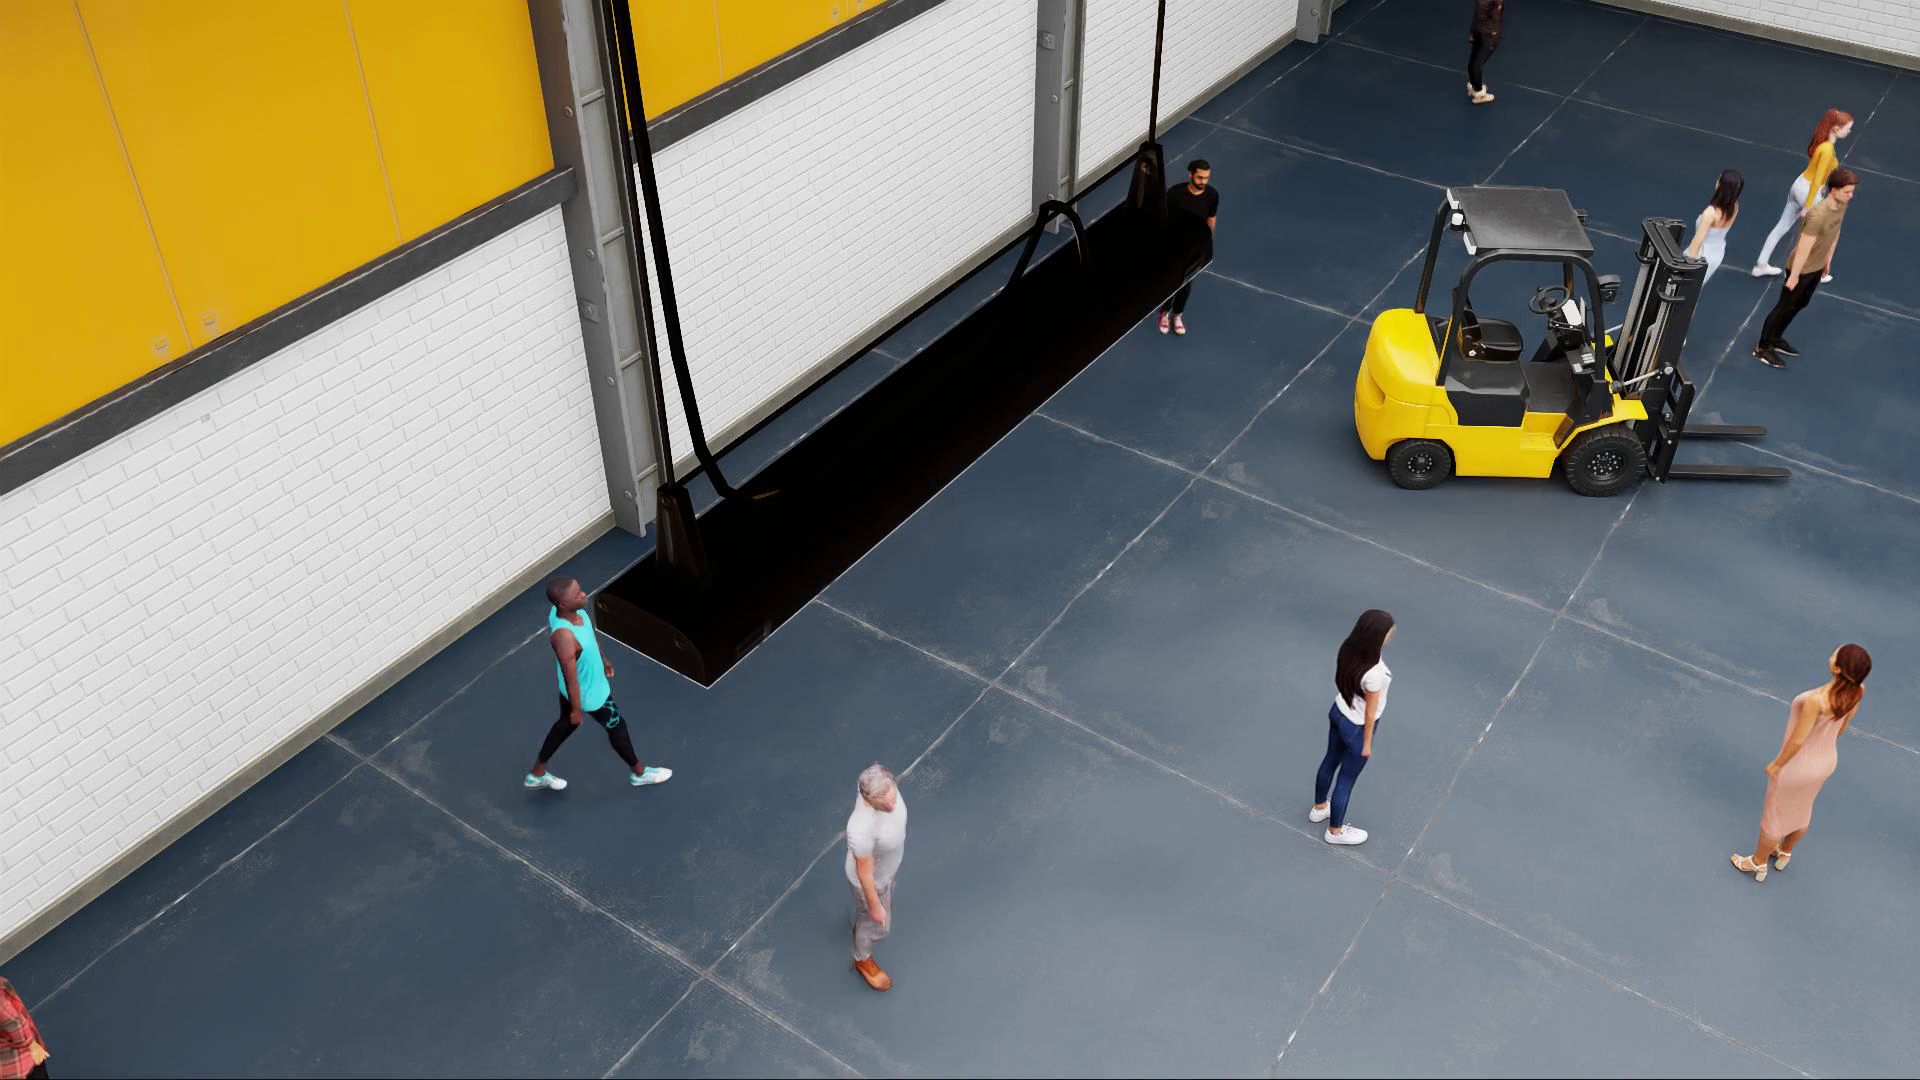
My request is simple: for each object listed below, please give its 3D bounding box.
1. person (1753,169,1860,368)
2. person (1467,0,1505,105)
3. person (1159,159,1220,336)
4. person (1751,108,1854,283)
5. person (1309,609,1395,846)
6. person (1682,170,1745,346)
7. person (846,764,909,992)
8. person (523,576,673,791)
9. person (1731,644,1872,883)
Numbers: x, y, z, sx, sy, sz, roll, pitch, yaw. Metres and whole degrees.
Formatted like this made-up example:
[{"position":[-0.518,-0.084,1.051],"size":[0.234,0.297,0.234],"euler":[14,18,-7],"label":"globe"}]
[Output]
[{"position":[7.314,-2.375,14.387],"size":[0.614,1.845,0.791],"euler":[-28,46,-30],"label":"person"},{"position":[5.960,-5.697,18.716],"size":[0.920,1.634,0.815],"euler":[28,46,31],"label":"person"},{"position":[1.972,-2.636,14.802],"size":[0.776,1.735,0.834],"euler":[-5,39,-6],"label":"person"},{"position":[7.792,-3.192,15.503],"size":[0.923,1.729,0.959],"euler":[2,39,3],"label":"person"},{"position":[2.365,1.122,10.064],"size":[0.717,1.776,0.661],"euler":[-7,39,-8],"label":"person"},{"position":[6.533,-2.410,14.529],"size":[0.658,1.722,0.760],"euler":[-26,46,-29],"label":"person"},{"position":[-0.515,1.790,9.221],"size":[1.038,1.784,0.820],"euler":[-2,39,-2],"label":"person"},{"position":[-2.440,0.932,10.305],"size":[1.229,1.772,1.109],"euler":[-9,40,-11],"label":"person"},{"position":[4.979,1.314,9.779],"size":[0.628,1.831,0.726],"euler":[-13,41,-16],"label":"person"}]
